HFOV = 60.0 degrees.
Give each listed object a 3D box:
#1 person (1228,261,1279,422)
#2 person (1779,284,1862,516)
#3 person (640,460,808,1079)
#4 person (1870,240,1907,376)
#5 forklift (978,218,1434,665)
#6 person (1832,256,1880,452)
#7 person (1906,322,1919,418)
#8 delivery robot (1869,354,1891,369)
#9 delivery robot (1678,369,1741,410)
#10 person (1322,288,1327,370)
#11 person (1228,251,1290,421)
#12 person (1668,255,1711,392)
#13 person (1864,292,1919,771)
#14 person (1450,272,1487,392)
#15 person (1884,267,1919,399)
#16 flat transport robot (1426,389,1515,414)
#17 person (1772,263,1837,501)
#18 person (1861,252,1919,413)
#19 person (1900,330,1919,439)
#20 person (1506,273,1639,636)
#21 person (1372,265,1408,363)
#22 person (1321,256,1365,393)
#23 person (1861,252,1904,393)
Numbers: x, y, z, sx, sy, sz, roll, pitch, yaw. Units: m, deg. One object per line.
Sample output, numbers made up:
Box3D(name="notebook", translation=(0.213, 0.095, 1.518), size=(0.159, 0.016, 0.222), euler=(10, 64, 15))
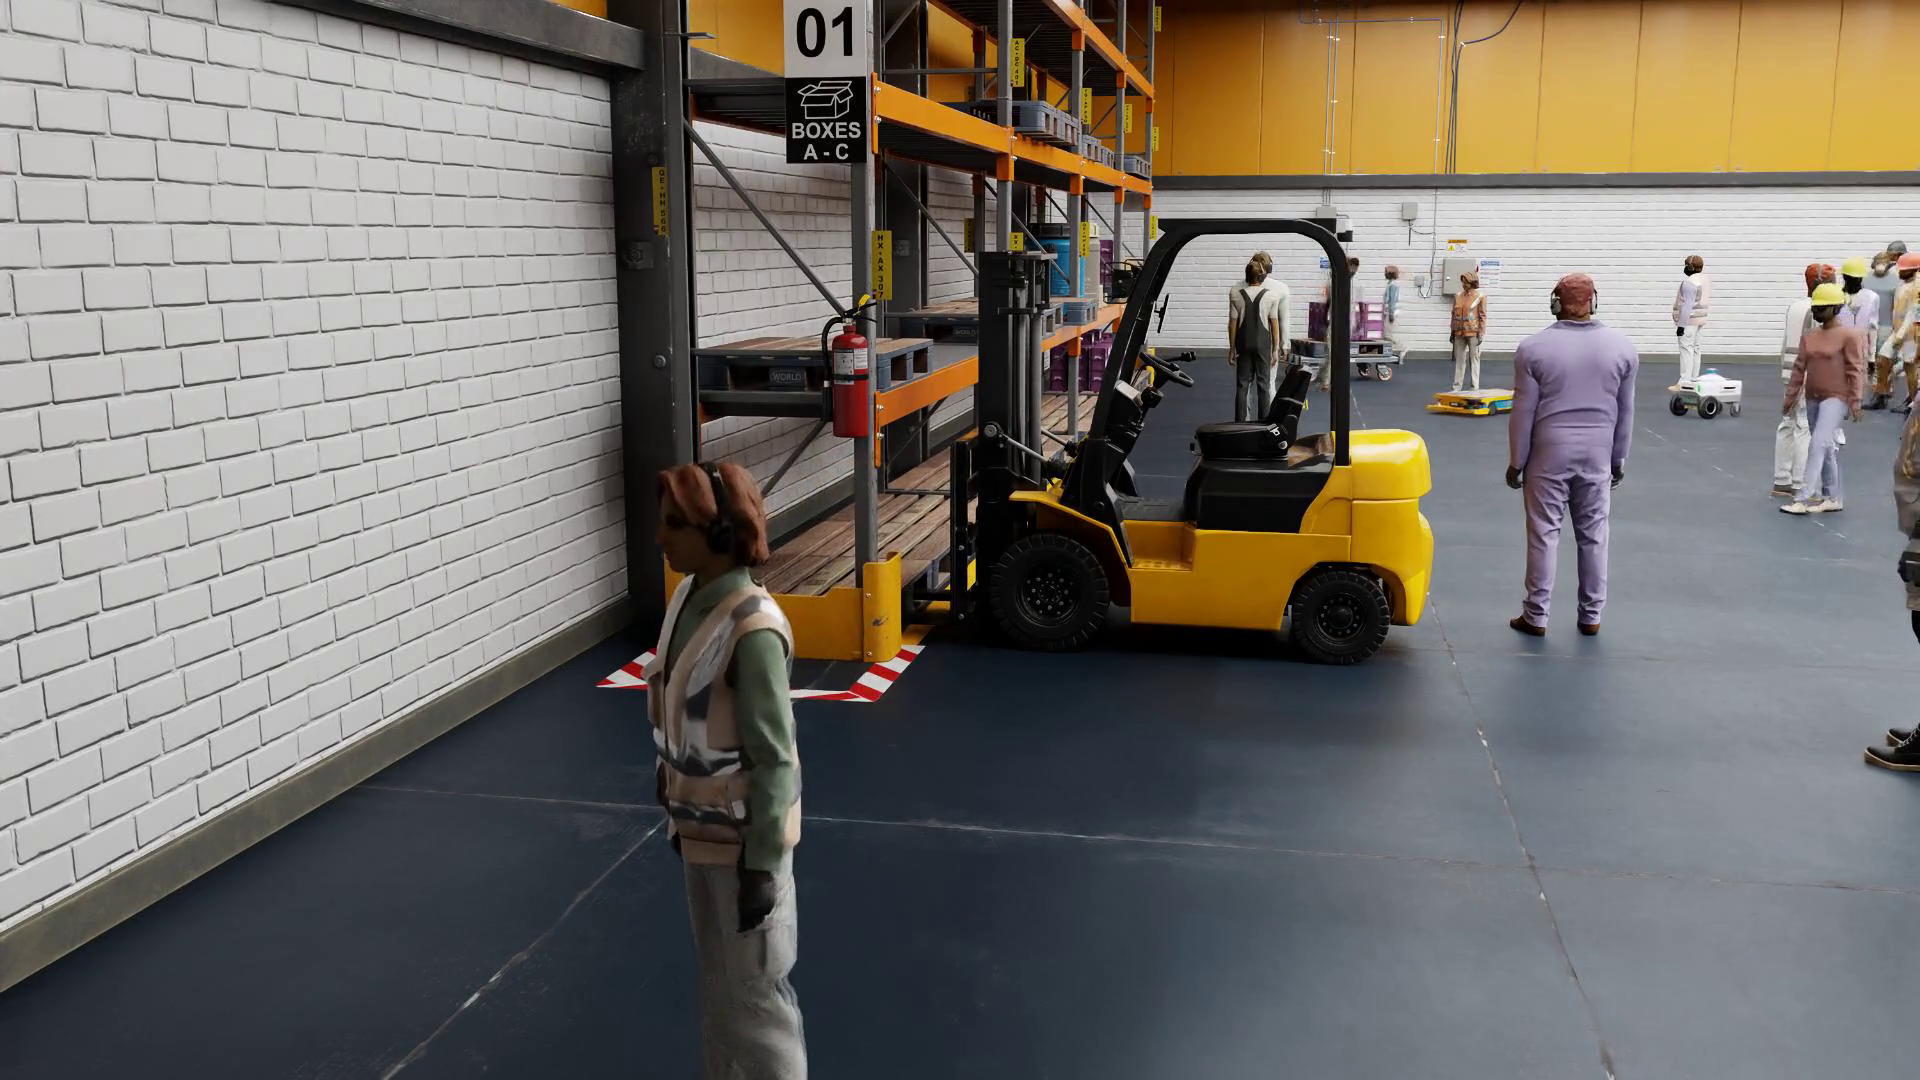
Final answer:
Box3D(name="person", translation=(3.044, -1.967, 17.275), size=(0.507, 1.842, 0.351), euler=(3, 11, 17))
Box3D(name="person", translation=(6.387, -1.036, 12.455), size=(0.805, 1.733, 0.560), euler=(-3, 11, -17))
Box3D(name="person", translation=(-0.493, 0.640, 3.544), size=(0.311, 1.636, 0.522), euler=(-5, 12, -27))
Box3D(name="person", translation=(14.062, -3.494, 25.099), size=(0.536, 2.000, 0.680), euler=(-3, 11, -15))
Box3D(name="forklift", translation=(1.285, -0.567, 8.635), size=(2.313, 2.155, 1.214), euler=(2, 11, 11))
Box3D(name="person", translation=(8.642, -1.815, 16.257), size=(0.610, 1.905, 0.464), euler=(1, 10, 3))
Box3D(name="person", translation=(10.622, -2.032, 18.047), size=(0.474, 1.683, 0.550), euler=(-5, 11, -25))
Box3D(name="delivery robot", translation=(13.502, -2.713, 24.638), size=(0.707, 0.478, 0.477), euler=(-9, 13, -39))
Box3D(name="delivery robot", translation=(8.732, -1.750, 19.357), size=(0.707, 0.478, 0.477), euler=(-4, 11, -23))
Box3D(name="person", translation=(5.891, -3.477, 26.006), size=(0.490, 1.679, 0.543), euler=(5, 11, 24))
Box3D(name="person", translation=(3.121, -2.039, 17.400), size=(0.637, 1.938, 0.357), euler=(2, 11, 13))
Box3D(name="person", translation=(9.875, -2.925, 22.526), size=(0.429, 1.843, 0.633), euler=(10, 14, 44))
Box3D(name="person", translation=(3.840, -0.064, 6.505), size=(0.363, 1.962, 0.612), euler=(10, 14, 44))
Box3D(name="person", translation=(6.589, -2.654, 21.598), size=(0.311, 1.639, 0.512), euler=(-8, 13, -37))
Box3D(name="person", translation=(11.868, -2.591, 20.687), size=(0.542, 1.845, 0.626), euler=(-1, 10, -3))
Box3D(name="flat transport robot", translation=(6.284, -1.664, 19.922), size=(1.431, 0.197, 0.652), euler=(-9, 13, -40))
Box3D(name="person", translation=(6.755, -1.257, 13.271), size=(0.359, 1.882, 0.575), euler=(0, 10, -2))
Box3D(name="person", translation=(11.095, -2.431, 19.645), size=(0.721, 1.902, 0.548), euler=(0, 10, -2))
Box3D(name="person", translation=(9.957, -1.893, 16.882), size=(0.388, 1.838, 0.563), euler=(-2, 11, -13))
Box3D(name="person", translation=(3.178, -0.436, 8.719), size=(0.639, 1.903, 0.409), euler=(0, 10, 1))
Box3D(name="person", translation=(7.133, -3.727, 27.515), size=(0.504, 1.628, 0.537), euler=(2, 11, 12))
Box3D(name="person", translation=(5.115, -2.863, 22.212), size=(0.556, 1.829, 0.489), euler=(2, 11, 12))
Box3D(name="person", translation=(12.127, -2.852, 22.012), size=(0.654, 1.875, 1.054), euler=(6, 12, 31))
